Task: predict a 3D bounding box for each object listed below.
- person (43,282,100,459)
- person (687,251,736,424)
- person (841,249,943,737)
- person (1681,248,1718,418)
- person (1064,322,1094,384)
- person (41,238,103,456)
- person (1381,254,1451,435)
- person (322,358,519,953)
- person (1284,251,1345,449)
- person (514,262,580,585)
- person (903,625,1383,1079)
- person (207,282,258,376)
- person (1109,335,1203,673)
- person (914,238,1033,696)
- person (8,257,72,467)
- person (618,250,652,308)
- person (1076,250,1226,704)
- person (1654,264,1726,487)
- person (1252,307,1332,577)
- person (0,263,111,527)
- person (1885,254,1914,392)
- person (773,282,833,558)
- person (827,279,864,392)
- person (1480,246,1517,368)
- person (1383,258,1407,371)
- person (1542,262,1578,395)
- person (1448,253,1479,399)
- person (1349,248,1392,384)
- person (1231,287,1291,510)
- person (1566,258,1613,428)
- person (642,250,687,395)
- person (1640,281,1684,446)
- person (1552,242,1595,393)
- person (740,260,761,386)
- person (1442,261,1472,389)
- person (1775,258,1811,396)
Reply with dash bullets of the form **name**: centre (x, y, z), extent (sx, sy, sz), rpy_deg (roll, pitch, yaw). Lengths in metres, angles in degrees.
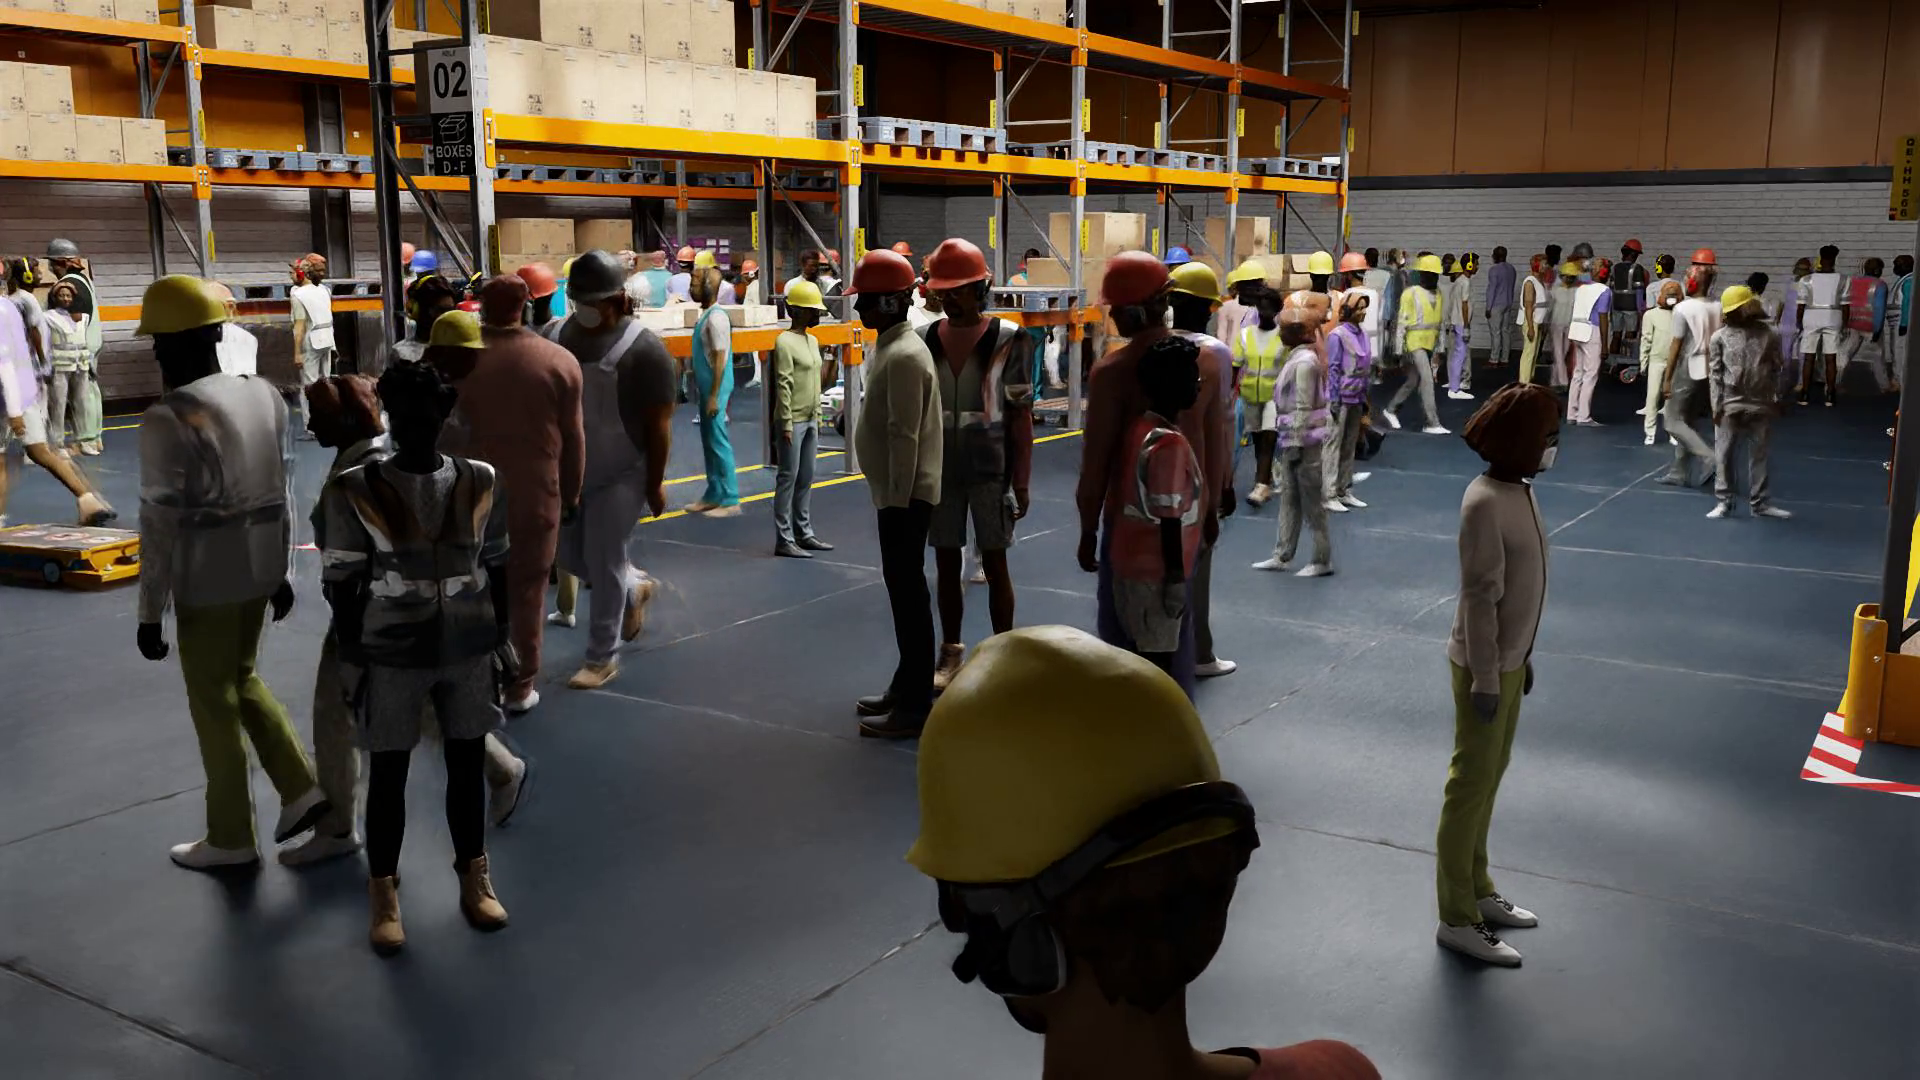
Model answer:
- **person**: centre (-8.291, -1.576, 15.482), extent (0.311, 1.636, 0.522), rpy_deg (5, 11, 25)
- **person**: centre (-2.728, -2.210, 18.278), extent (0.619, 1.886, 0.738), rpy_deg (2, 10, 12)
- **person**: centre (-0.275, -0.193, 6.862), extent (0.408, 1.986, 0.617), rpy_deg (-1, 10, -6)
- **person**: centre (8.418, -2.360, 19.031), extent (0.387, 1.929, 0.544), rpy_deg (-2, 10, -9)
- **person**: centre (1.718, -3.195, 23.541), extent (0.368, 1.966, 0.602), rpy_deg (-3, 11, -16)
- **person**: centre (-8.412, -1.819, 15.708), extent (0.536, 2.000, 0.682), rpy_deg (-3, 11, -15)
- **person**: centre (4.838, -2.076, 17.576), extent (0.592, 1.882, 0.961), rpy_deg (-7, 13, -35)
- **person**: centre (-1.531, 0.324, 4.781), extent (0.539, 1.698, 0.318), rpy_deg (-7, 12, -32)
- **person**: centre (3.049, -1.493, 14.224), extent (0.595, 1.923, 0.374), rpy_deg (0, 10, -3)
- **person**: centre (-2.388, -0.660, 9.712), extent (0.581, 1.904, 0.540), rpy_deg (8, 13, 38)
- **person**: centre (0.095, 0.931, 1.257), extent (0.523, 1.760, 0.325), rpy_deg (-8, 13, -37)
- **person**: centre (-4.843, -0.821, 10.983), extent (0.344, 1.747, 0.572), rpy_deg (1, 10, 5)
- **person**: centre (0.710, 0.109, 6.010), extent (0.322, 1.690, 0.536), rpy_deg (-1, 10, -6)
- **person**: centre (0.016, -0.295, 7.316), extent (0.612, 2.029, 0.407), rpy_deg (4, 11, 21)
- **person**: centre (-8.305, -1.592, 14.926), extent (0.514, 1.873, 0.329), rpy_deg (9, 13, 40)
- **person**: centre (-3.712, -2.290, 18.690), extent (0.406, 1.911, 0.638), rpy_deg (-7, 13, -36)
- **person**: centre (0.740, -0.080, 6.258), extent (0.683, 1.984, 0.460), rpy_deg (-6, 12, -28)
- **person**: centre (5.956, -1.311, 13.465), extent (0.579, 1.833, 0.607), rpy_deg (-6, 12, -31)
- **person**: centre (2.039, -0.588, 10.040), extent (0.368, 1.641, 0.522), rpy_deg (0, 10, 3)
- **person**: centre (-6.294, -0.955, 11.098), extent (1.009, 1.983, 0.643), rpy_deg (-2, 10, -12)
- **person**: centre (12.624, -2.903, 22.312), extent (0.429, 1.830, 0.635), rpy_deg (4, 11, 20)
- **person**: centre (-1.010, -0.766, 10.665), extent (0.339, 1.761, 0.524), rpy_deg (4, 11, 21)
- **person**: centre (-1.159, -2.186, 18.123), extent (0.597, 1.909, 0.405), rpy_deg (-5, 11, -26)
- **person**: centre (8.568, -3.693, 26.404), extent (0.627, 1.933, 0.367), rpy_deg (-8, 13, -38)
- **person**: centre (6.747, -3.541, 25.834), extent (0.345, 1.833, 0.527), rpy_deg (-1, 10, -6)
- **person**: centre (7.898, -2.732, 21.629), extent (0.536, 1.725, 0.874), rpy_deg (-2, 10, -11)
- **person**: centre (6.451, -2.736, 21.301), extent (0.327, 1.862, 0.510), rpy_deg (1, 10, 8)
- **person**: centre (5.752, -3.138, 23.362), extent (0.595, 1.915, 0.371), rpy_deg (2, 11, 13)
- **person**: centre (2.248, -1.057, 12.507), extent (0.552, 1.659, 0.821), rpy_deg (7, 12, 33)
- **person**: centre (6.831, -2.131, 18.043), extent (0.417, 1.828, 0.561), rpy_deg (-2, 10, -9)
- **person**: centre (-3.889, -2.827, 21.722), extent (0.645, 1.888, 0.459), rpy_deg (1, 10, 5)
- **person**: centre (6.970, -1.737, 16.412), extent (0.506, 1.623, 0.296), rpy_deg (2, 10, 12)
- **person**: centre (8.237, -2.997, 22.236), extent (0.687, 2.000, 0.965), rpy_deg (-4, 11, -22)
- **person**: centre (-2.871, -3.002, 23.083), extent (0.337, 1.742, 0.562), rpy_deg (-1, 10, -4)
- **person**: centre (6.786, -2.921, 22.674), extent (0.348, 1.735, 0.493), rpy_deg (-2, 11, -13)
- **person**: centre (11.004, -2.804, 21.875), extent (0.542, 1.801, 0.972), rpy_deg (7, 12, 32)
